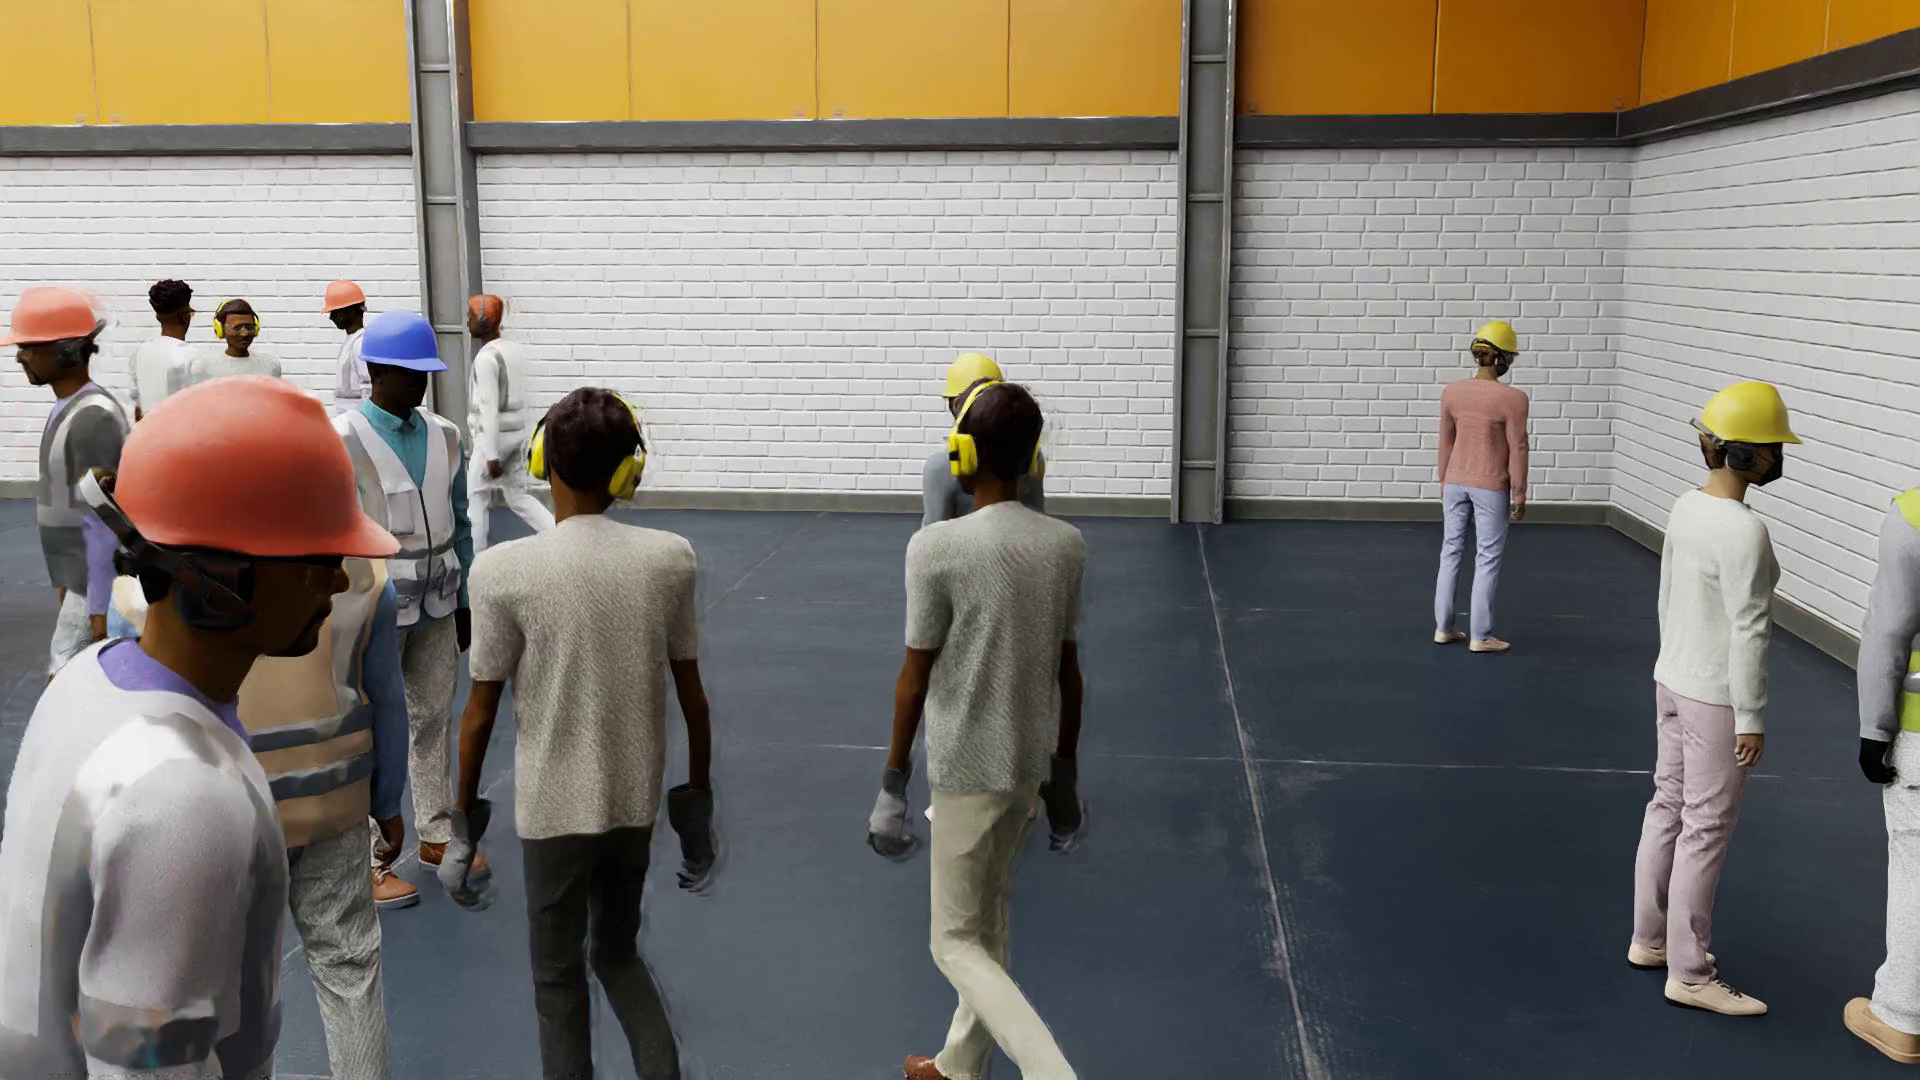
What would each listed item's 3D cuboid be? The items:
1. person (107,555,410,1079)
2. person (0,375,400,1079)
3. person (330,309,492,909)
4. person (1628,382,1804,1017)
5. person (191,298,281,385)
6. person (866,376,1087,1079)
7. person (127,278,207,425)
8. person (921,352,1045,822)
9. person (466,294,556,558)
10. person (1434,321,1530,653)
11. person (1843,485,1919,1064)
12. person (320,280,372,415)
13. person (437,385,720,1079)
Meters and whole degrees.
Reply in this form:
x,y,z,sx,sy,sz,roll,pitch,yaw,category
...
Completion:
x,y,z,sx,sy,sz,roll,pitch,yaw,category
-1.508,0.587,3.645,0.589,1.833,0.404,-6,12,-32,person
-1.053,0.807,1.984,0.812,1.994,0.630,-8,12,-37,person
-1.827,0.221,5.450,0.415,1.939,0.604,6,12,33,person
2.142,0.437,4.694,0.320,1.767,0.534,0,10,2,person
-3.987,-0.413,9.278,0.310,1.864,0.533,9,14,43,person
0.086,0.552,3.825,0.539,1.845,0.795,-8,13,-40,person
-4.389,-0.486,9.404,0.613,1.965,0.361,5,11,27,person
0.071,0.197,6.106,0.524,1.760,0.335,-6,12,-31,person
-2.849,-0.615,10.464,0.866,1.861,0.573,2,10,9,person
2.772,-0.275,8.815,0.342,1.755,0.532,-8,13,-39,person
2.634,0.472,4.315,0.624,1.837,0.429,1,10,4,person
-4.004,-0.754,11.052,0.372,1.928,0.543,-5,11,-26,person
-0.786,0.603,3.511,0.551,1.848,0.434,-9,13,-40,person
